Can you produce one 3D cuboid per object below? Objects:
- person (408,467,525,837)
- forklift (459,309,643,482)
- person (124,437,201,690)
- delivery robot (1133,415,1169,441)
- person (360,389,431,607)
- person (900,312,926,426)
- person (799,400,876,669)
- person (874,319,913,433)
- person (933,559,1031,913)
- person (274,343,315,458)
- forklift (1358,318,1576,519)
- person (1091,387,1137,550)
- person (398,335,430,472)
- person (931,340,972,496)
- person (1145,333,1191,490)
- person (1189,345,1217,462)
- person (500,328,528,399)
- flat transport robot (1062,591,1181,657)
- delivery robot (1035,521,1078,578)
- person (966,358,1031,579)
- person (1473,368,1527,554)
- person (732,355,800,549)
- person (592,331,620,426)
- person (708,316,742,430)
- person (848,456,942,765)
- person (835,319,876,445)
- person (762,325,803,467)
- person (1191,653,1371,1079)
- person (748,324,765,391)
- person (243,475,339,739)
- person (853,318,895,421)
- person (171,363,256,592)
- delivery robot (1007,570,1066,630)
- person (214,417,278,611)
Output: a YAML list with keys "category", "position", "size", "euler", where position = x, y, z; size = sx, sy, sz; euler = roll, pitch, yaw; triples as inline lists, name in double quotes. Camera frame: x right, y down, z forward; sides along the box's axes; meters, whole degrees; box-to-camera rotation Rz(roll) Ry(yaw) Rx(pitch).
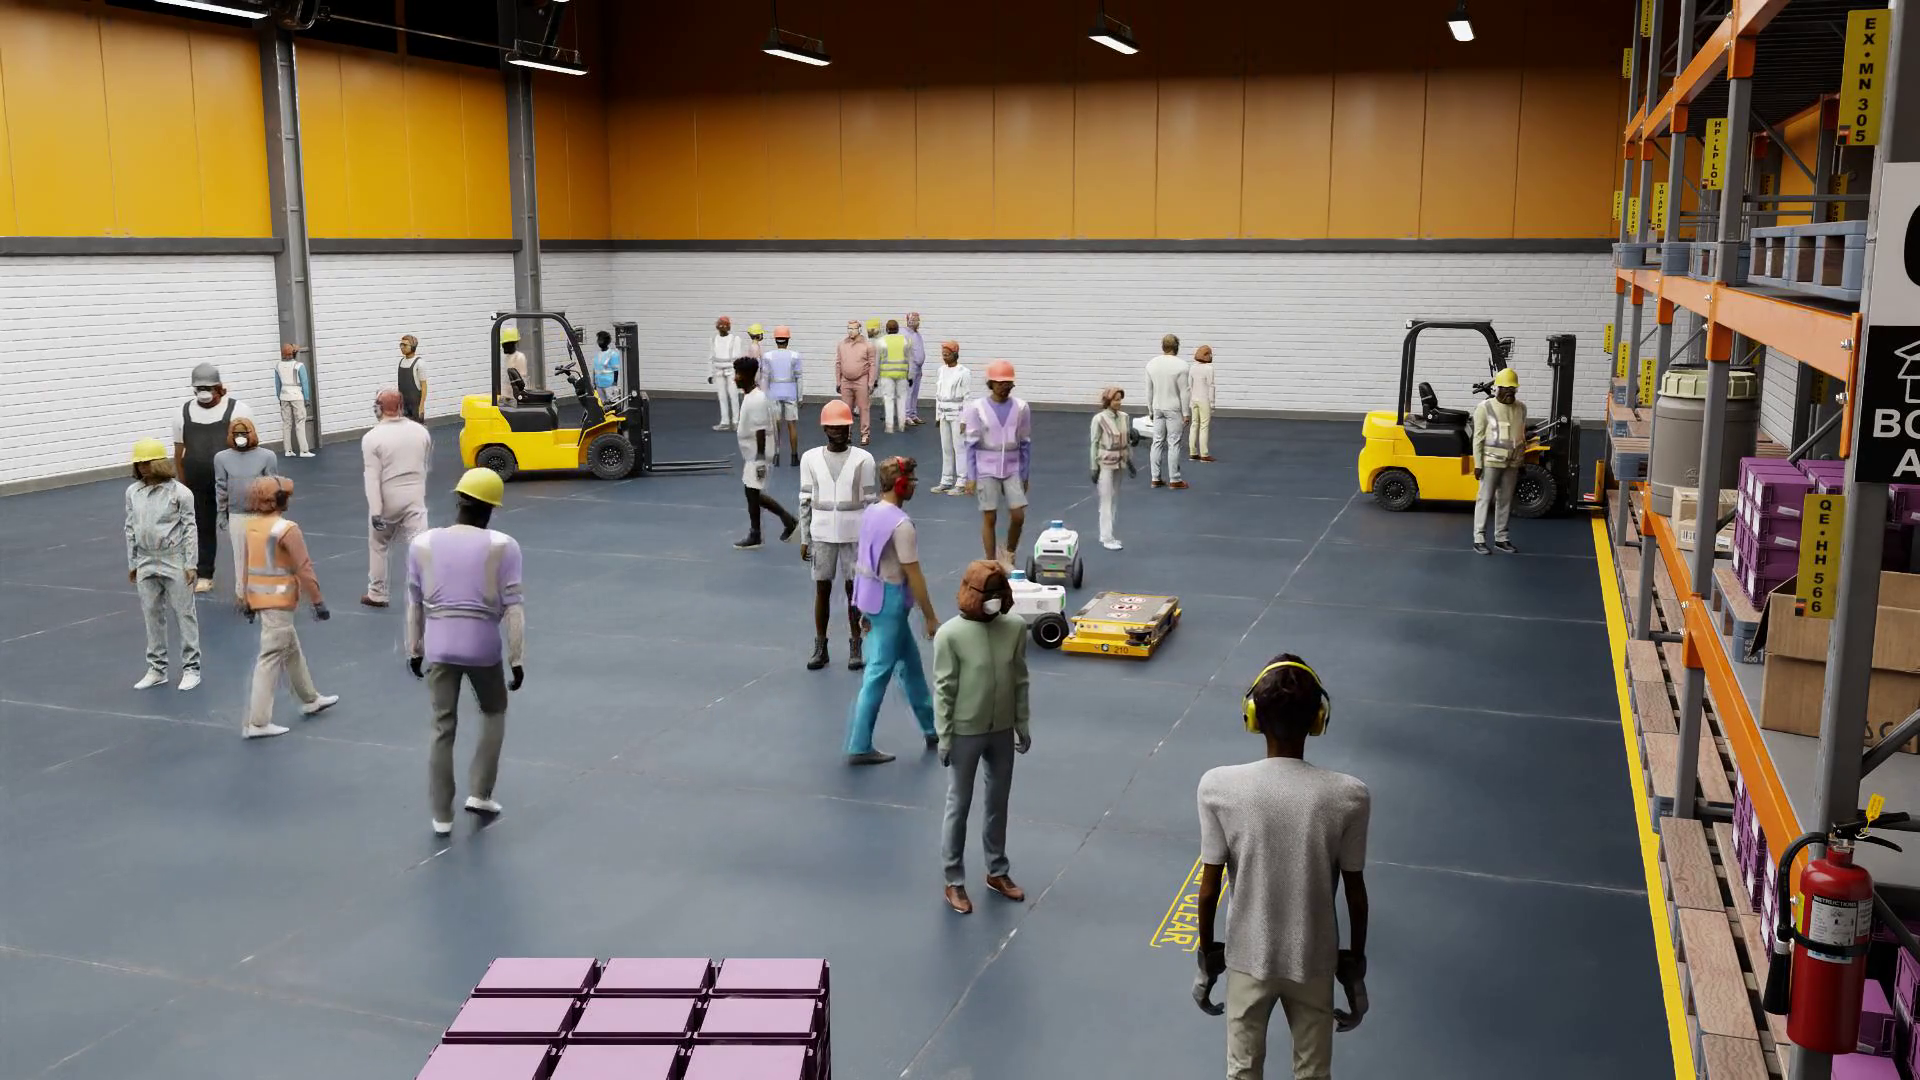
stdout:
- category: "person"
  position: [-2.544, 0.576, 8.635]
  size: [0.602, 1.882, 0.550]
  euler: [-1, 10, -5]
- category: "forklift"
  position: [-5.354, -1.902, 21.697]
  size: [2.313, 2.155, 1.214]
  euler: [-2, 10, -13]
- category: "person"
  position: [-5.437, 0.167, 11.318]
  size: [0.492, 1.742, 0.321]
  euler: [1, 10, 6]
- category: "delivery robot"
  position: [2.898, -1.699, 24.906]
  size: [0.477, 0.478, 0.707]
  euler: [-5, 11, -28]
- category: "person"
  position: [-4.623, -0.324, 13.758]
  size: [0.986, 1.862, 0.636]
  euler: [9, 13, 41]
- category: "person"
  position: [-0.789, -2.879, 28.014]
  size: [0.409, 1.905, 0.652]
  euler: [4, 11, 21]
- category: "person"
  position: [-0.876, -0.033, 11.882]
  size: [0.551, 1.940, 0.349]
  euler: [1, 10, 3]
- category: "person"
  position: [-1.074, -2.646, 26.906]
  size: [0.639, 1.841, 0.430]
  euler: [-3, 10, -14]
- category: "person"
  position: [0.101, 0.883, 7.613]
  size: [0.499, 1.627, 0.269]
  euler: [-7, 12, -33]
- category: "person"
  position: [-9.515, -1.987, 23.735]
  size: [0.514, 1.642, 0.310]
  euler: [3, 10, 14]
- category: "forklift"
  position: [5.787, -1.437, 19.079]
  size: [2.313, 2.155, 1.214]
  euler: [3, 11, 19]
- category: "person"
  position: [1.531, -0.731, 16.704]
  size: [0.527, 1.636, 0.361]
  euler: [-10, 14, -44]
- category: "person"
  position: [-7.308, -1.810, 22.161]
  size: [0.508, 1.847, 0.344]
  euler: [6, 12, 31]
- category: "person"
  position: [-0.101, -1.482, 20.202]
  size: [0.353, 1.887, 0.573]
  euler: [-8, 13, -39]
- category: "person"
  position: [2.596, -1.593, 20.681]
  size: [0.632, 1.939, 0.368]
  euler: [9, 13, 40]
- category: "person"
  position: [3.405, -1.916, 23.351]
  size: [0.279, 1.634, 0.497]
  euler: [-6, 12, -31]
- category: "person"
  position: [-6.166, -1.964, 22.930]
  size: [0.823, 1.893, 0.608]
  euler: [-8, 13, -39]
- category: "flat transport robot"
  position: [1.274, 0.629, 12.861]
  size: [0.652, 0.197, 1.431]
  euler: [3, 10, 17]
- category: "delivery robot"
  position: [0.870, 0.069, 14.949]
  size: [0.477, 0.478, 0.707]
  euler: [1, 10, 8]
- category: "person"
  position: [0.343, -0.602, 14.827]
  size: [0.635, 2.035, 0.407]
  euler: [-3, 10, -15]
- category: "person"
  position: [5.322, -0.773, 16.356]
  size: [0.593, 1.832, 0.403]
  euler: [-3, 11, -17]
- category: "person"
  position: [-1.946, -0.861, 16.527]
  size: [0.596, 1.951, 0.609]
  euler: [-3, 10, -14]
- category: "person"
  position: [-5.544, -2.425, 26.055]
  size: [0.569, 1.693, 0.319]
  euler: [7, 12, 34]
- category: "person"
  position: [-3.821, -2.716, 27.209]
  size: [0.653, 1.872, 0.398]
  euler: [4, 11, 20]
- category: "person"
  position: [-0.286, 0.412, 9.769]
  size: [0.901, 1.809, 0.571]
  euler: [-4, 11, -19]
- category: "person"
  position: [-1.600, -2.386, 25.234]
  size: [0.650, 1.907, 0.409]
  euler: [3, 11, 17]
- category: "person"
  position: [-2.426, -1.971, 22.815]
  size: [0.551, 1.933, 0.373]
  euler: [-1, 10, -4]
- category: "person"
  position: [0.938, 1.246, 4.869]
  size: [0.513, 1.877, 0.328]
  euler: [2, 10, 10]
- category: "person"
  position: [-3.266, -2.586, 26.747]
  size: [0.298, 1.771, 0.533]
  euler: [-2, 10, -14]
- category: "person"
  position: [-4.180, 0.401, 10.403]
  size: [0.535, 1.606, 0.809]
  euler: [8, 13, 38]
- category: "person"
  position: [-1.536, -2.908, 28.560]
  size: [0.910, 1.772, 0.582]
  euler: [-3, 10, -16]
- category: "person"
  position: [-6.496, -0.547, 14.501]
  size: [0.690, 2.000, 0.538]
  euler: [-2, 10, -11]
- category: "delivery robot"
  position: [0.444, 0.474, 12.671]
  size: [0.707, 0.478, 0.477]
  euler: [0, 10, 0]
- category: "person"
  position: [-5.895, -0.213, 13.794]
  size: [0.501, 1.626, 0.282]
  euler: [-2, 10, -12]
